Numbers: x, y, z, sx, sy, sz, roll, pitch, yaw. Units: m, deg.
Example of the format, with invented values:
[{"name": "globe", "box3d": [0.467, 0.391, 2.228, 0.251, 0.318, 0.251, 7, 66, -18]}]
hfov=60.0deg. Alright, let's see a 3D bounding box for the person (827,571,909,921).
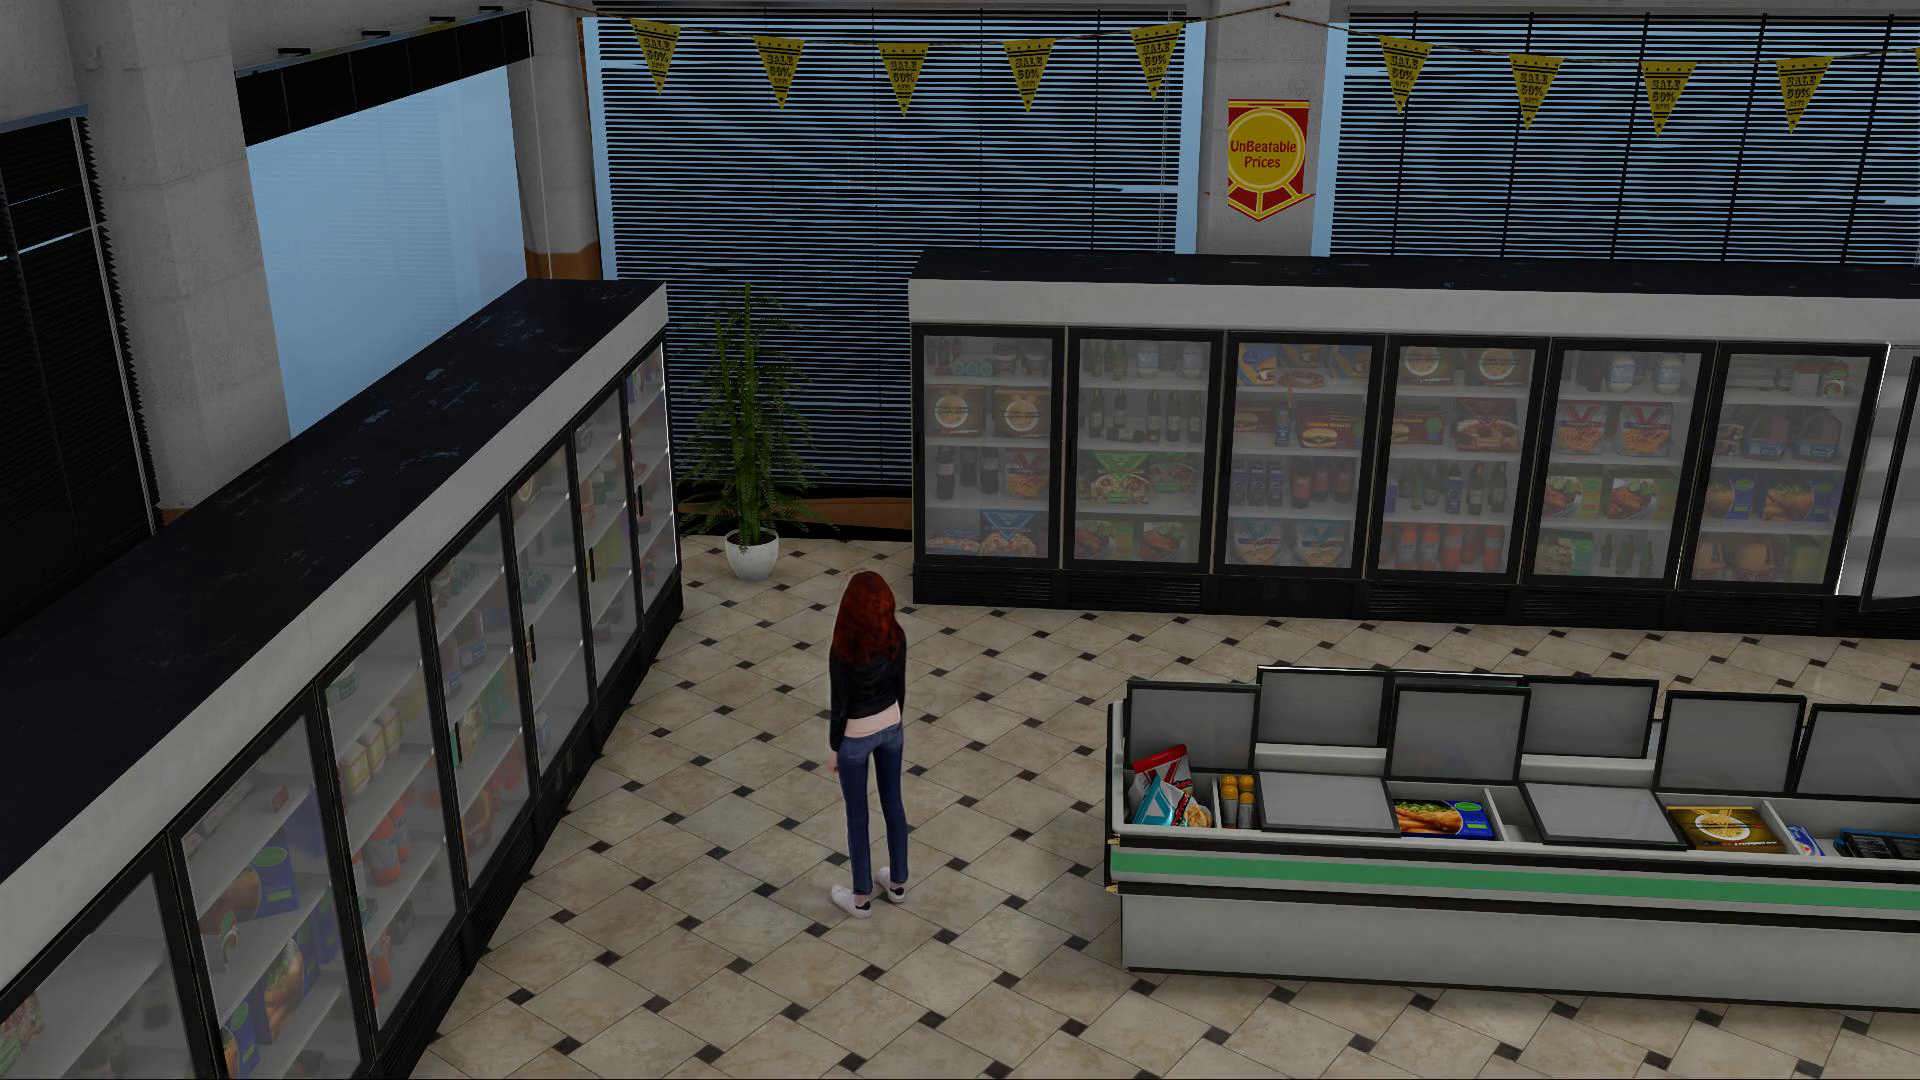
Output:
[{"name": "person", "box3d": [-0.428, 0.963, 7.889, 0.660, 1.787, 0.731, -15, 26, -32]}]
